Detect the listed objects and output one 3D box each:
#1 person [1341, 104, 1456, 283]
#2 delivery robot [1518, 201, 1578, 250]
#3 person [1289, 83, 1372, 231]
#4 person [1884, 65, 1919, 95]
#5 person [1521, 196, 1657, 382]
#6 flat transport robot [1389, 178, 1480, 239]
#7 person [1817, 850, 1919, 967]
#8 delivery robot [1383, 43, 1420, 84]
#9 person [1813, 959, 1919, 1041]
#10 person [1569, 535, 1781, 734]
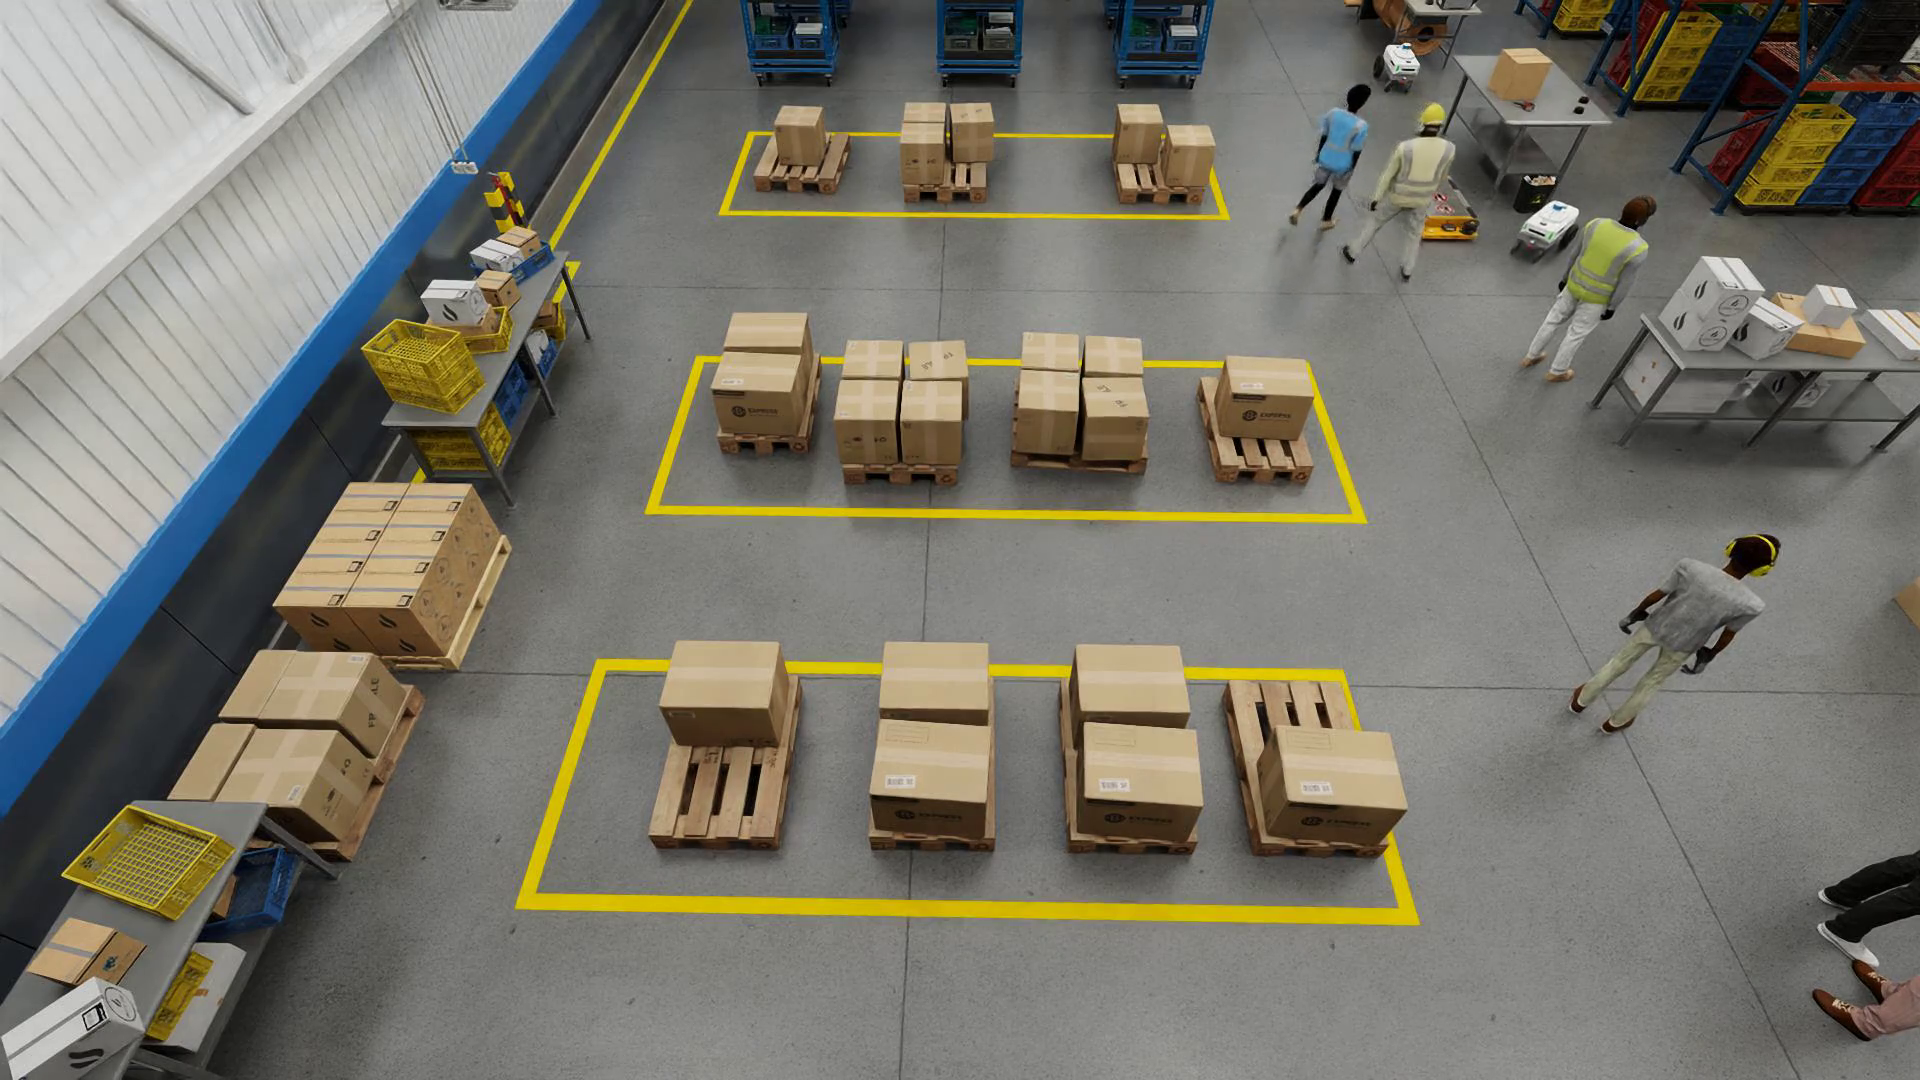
[{"bbox_3d":[4.681,-3.672,9.711,0.738,1.785,0.520,9,50,8],"label":"person"},{"bbox_3d":[6.665,-3.580,10.367,0.707,0.478,0.477,-36,58,-27],"label":"delivery robot"},{"bbox_3d":[4.180,-4.229,10.251,0.566,1.679,0.538,-29,55,-23],"label":"person"},{"bbox_3d":[13.776,-7.159,12.665,0.591,1.867,0.700,-19,52,-16],"label":"person"},{"bbox_3d":[5.835,-2.304,8.479,0.429,1.842,0.631,-19,52,-16],"label":"person"},{"bbox_3d":[5.692,-4.094,11.059,0.652,0.197,1.431,1,49,1],"label":"flat transport robot"},{"bbox_3d":[5.439,1.728,4.939,0.372,1.915,0.597,29,55,23],"label":"person"},{"bbox_3d":[6.382,-6.916,13.256,0.477,0.478,0.707,2,49,2],"label":"delivery robot"},{"bbox_3d":[5.231,2.095,4.628,0.643,1.908,0.410,-19,52,-16],"label":"person"},{"bbox_3d":[4.589,0.623,5.929,0.315,1.865,0.526,-32,56,-24],"label":"person"}]
